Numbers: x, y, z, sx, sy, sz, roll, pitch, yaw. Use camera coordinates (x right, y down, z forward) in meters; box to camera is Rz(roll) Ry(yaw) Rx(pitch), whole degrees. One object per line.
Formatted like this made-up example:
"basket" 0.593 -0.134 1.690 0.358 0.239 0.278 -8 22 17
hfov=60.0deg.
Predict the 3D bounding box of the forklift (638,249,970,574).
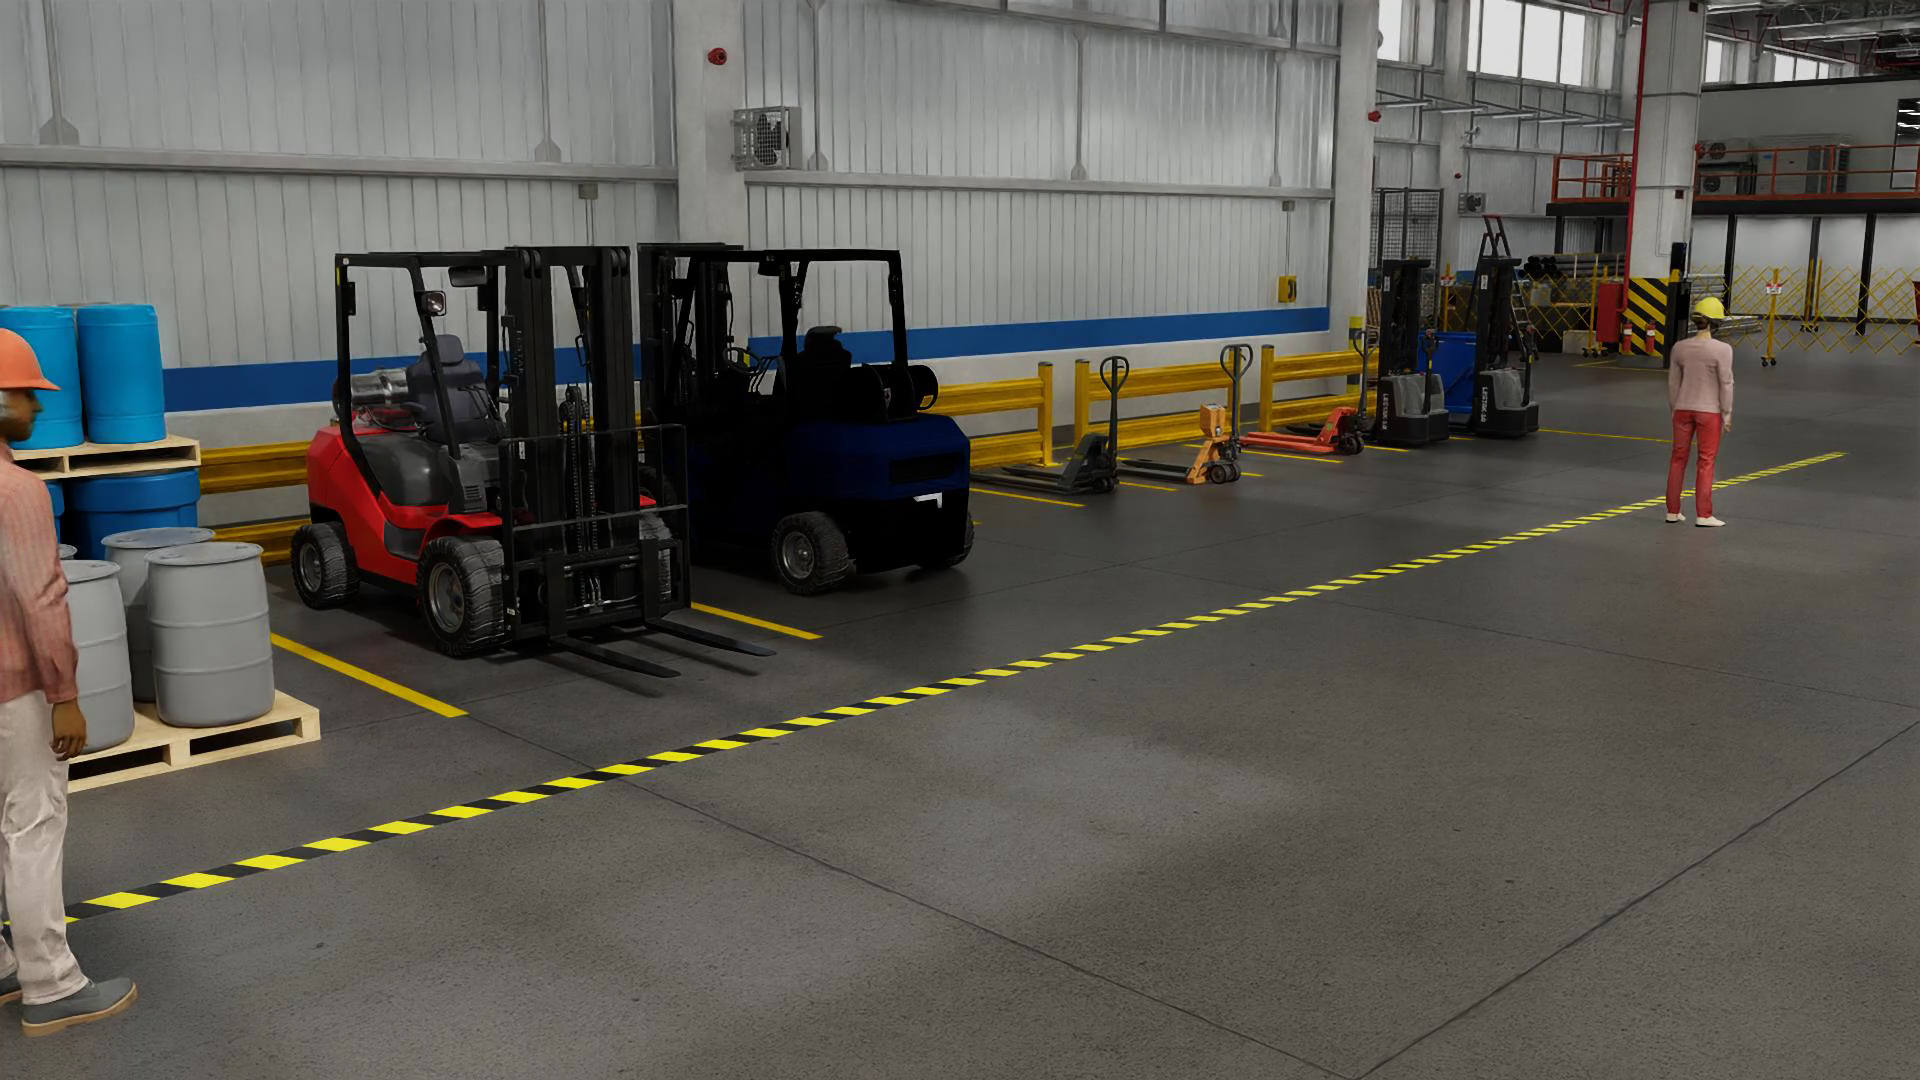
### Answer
"forklift" -1.173 -0.958 11.239 2.680 1.987 1.157 10 14 43

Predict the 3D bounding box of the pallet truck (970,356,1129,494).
"pallet truck" 0.784 -1.085 14.876 0.680 1.201 1.601 -10 14 -44

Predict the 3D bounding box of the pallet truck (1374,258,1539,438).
"pallet truck" 5.704 -2.208 18.901 1.885 1.965 0.823 10 14 43

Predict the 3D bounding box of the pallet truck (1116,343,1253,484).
"pallet truck" 1.962 -1.215 15.415 1.522 1.261 0.704 10 14 43

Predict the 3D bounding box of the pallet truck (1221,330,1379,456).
"pallet truck" 3.563 -1.581 17.381 0.653 1.274 1.630 -10 14 -44

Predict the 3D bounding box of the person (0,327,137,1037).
"person" -2.689 0.398 4.703 0.623 1.990 0.390 6 12 28

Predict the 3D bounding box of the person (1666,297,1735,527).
"person" 5.719 -0.981 12.848 0.313 1.768 0.527 -7 13 -34

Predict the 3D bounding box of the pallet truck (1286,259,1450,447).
"pallet truck" 4.493 -2.078 18.196 0.823 1.965 1.885 -9 14 -40

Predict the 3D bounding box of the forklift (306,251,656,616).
"forklift" -2.833 -0.669 9.694 1.157 1.987 2.680 -10 14 -44
